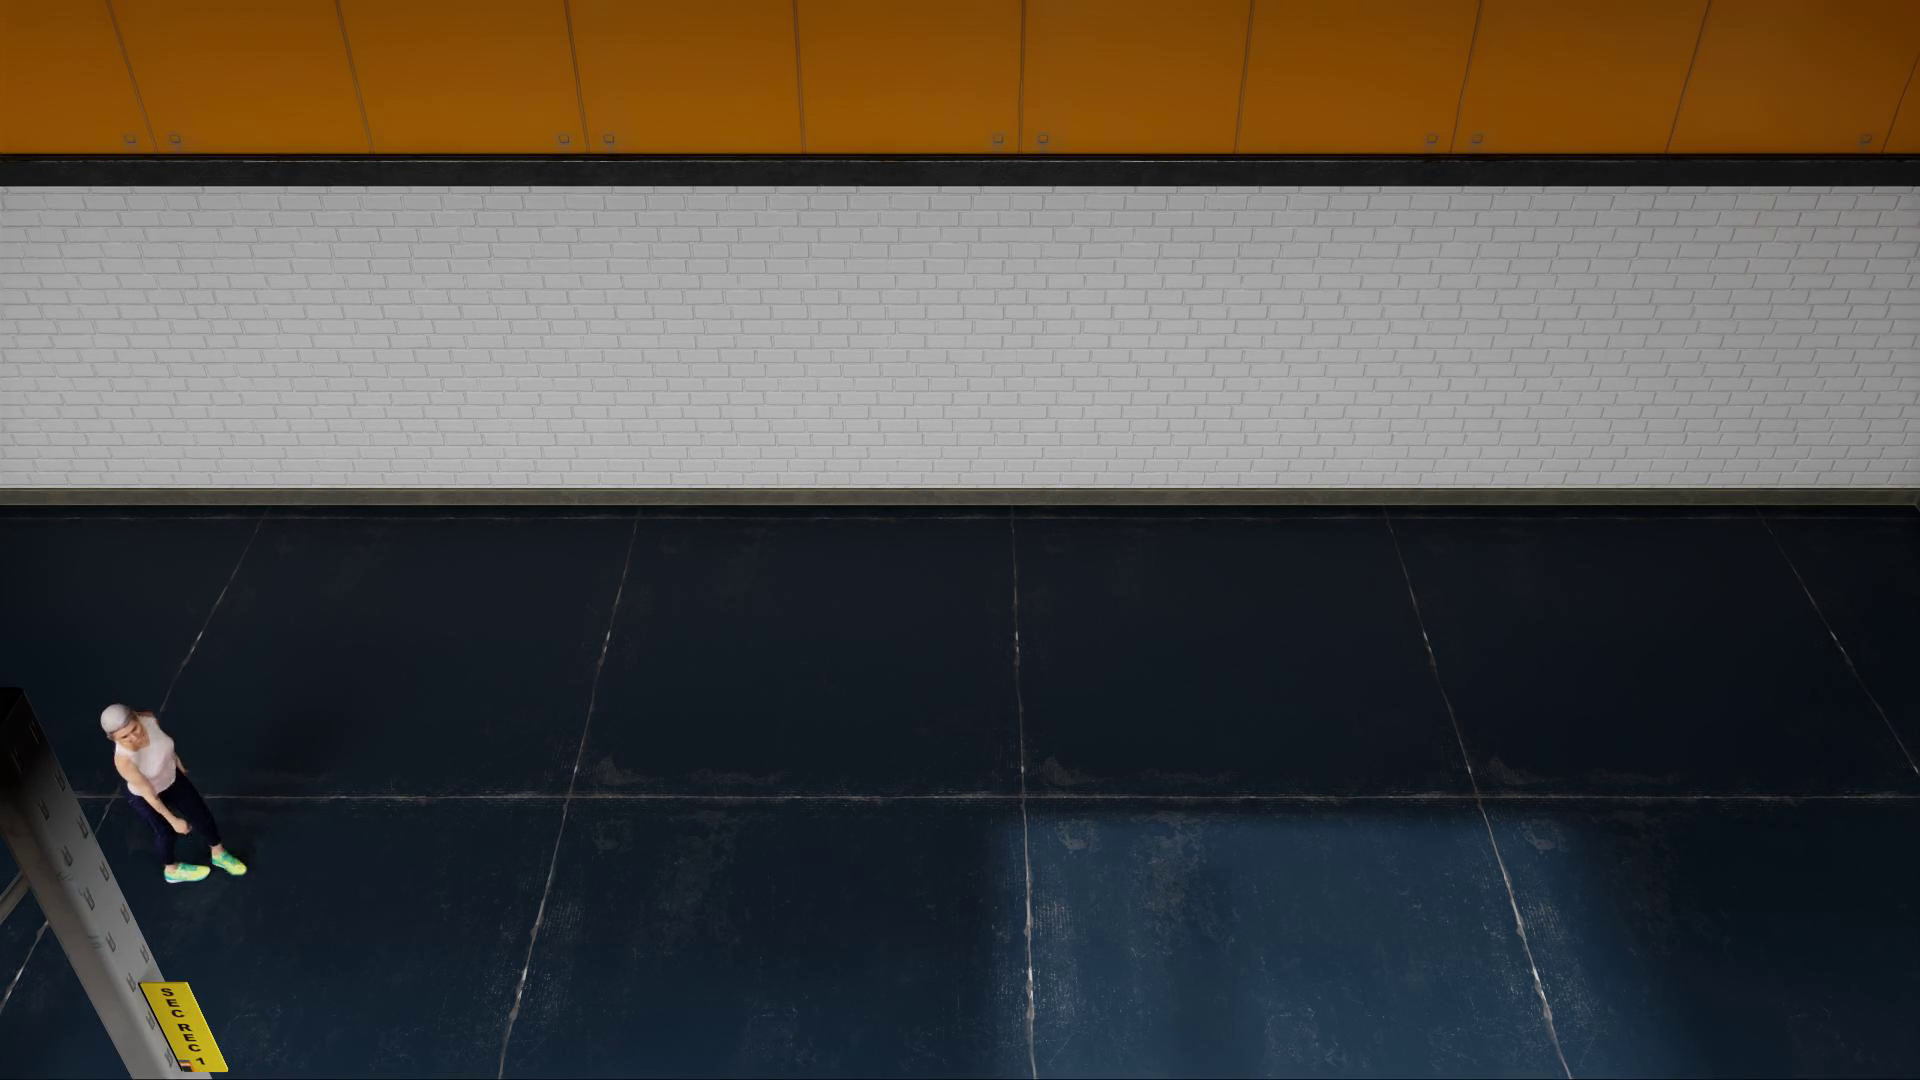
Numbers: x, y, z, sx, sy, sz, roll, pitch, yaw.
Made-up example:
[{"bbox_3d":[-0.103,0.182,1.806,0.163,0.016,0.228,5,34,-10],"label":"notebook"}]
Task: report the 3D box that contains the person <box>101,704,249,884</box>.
[{"bbox_3d":[-4.784,1.502,9.871,0.827,1.662,0.730,-3,39,-3],"label":"person"}]
